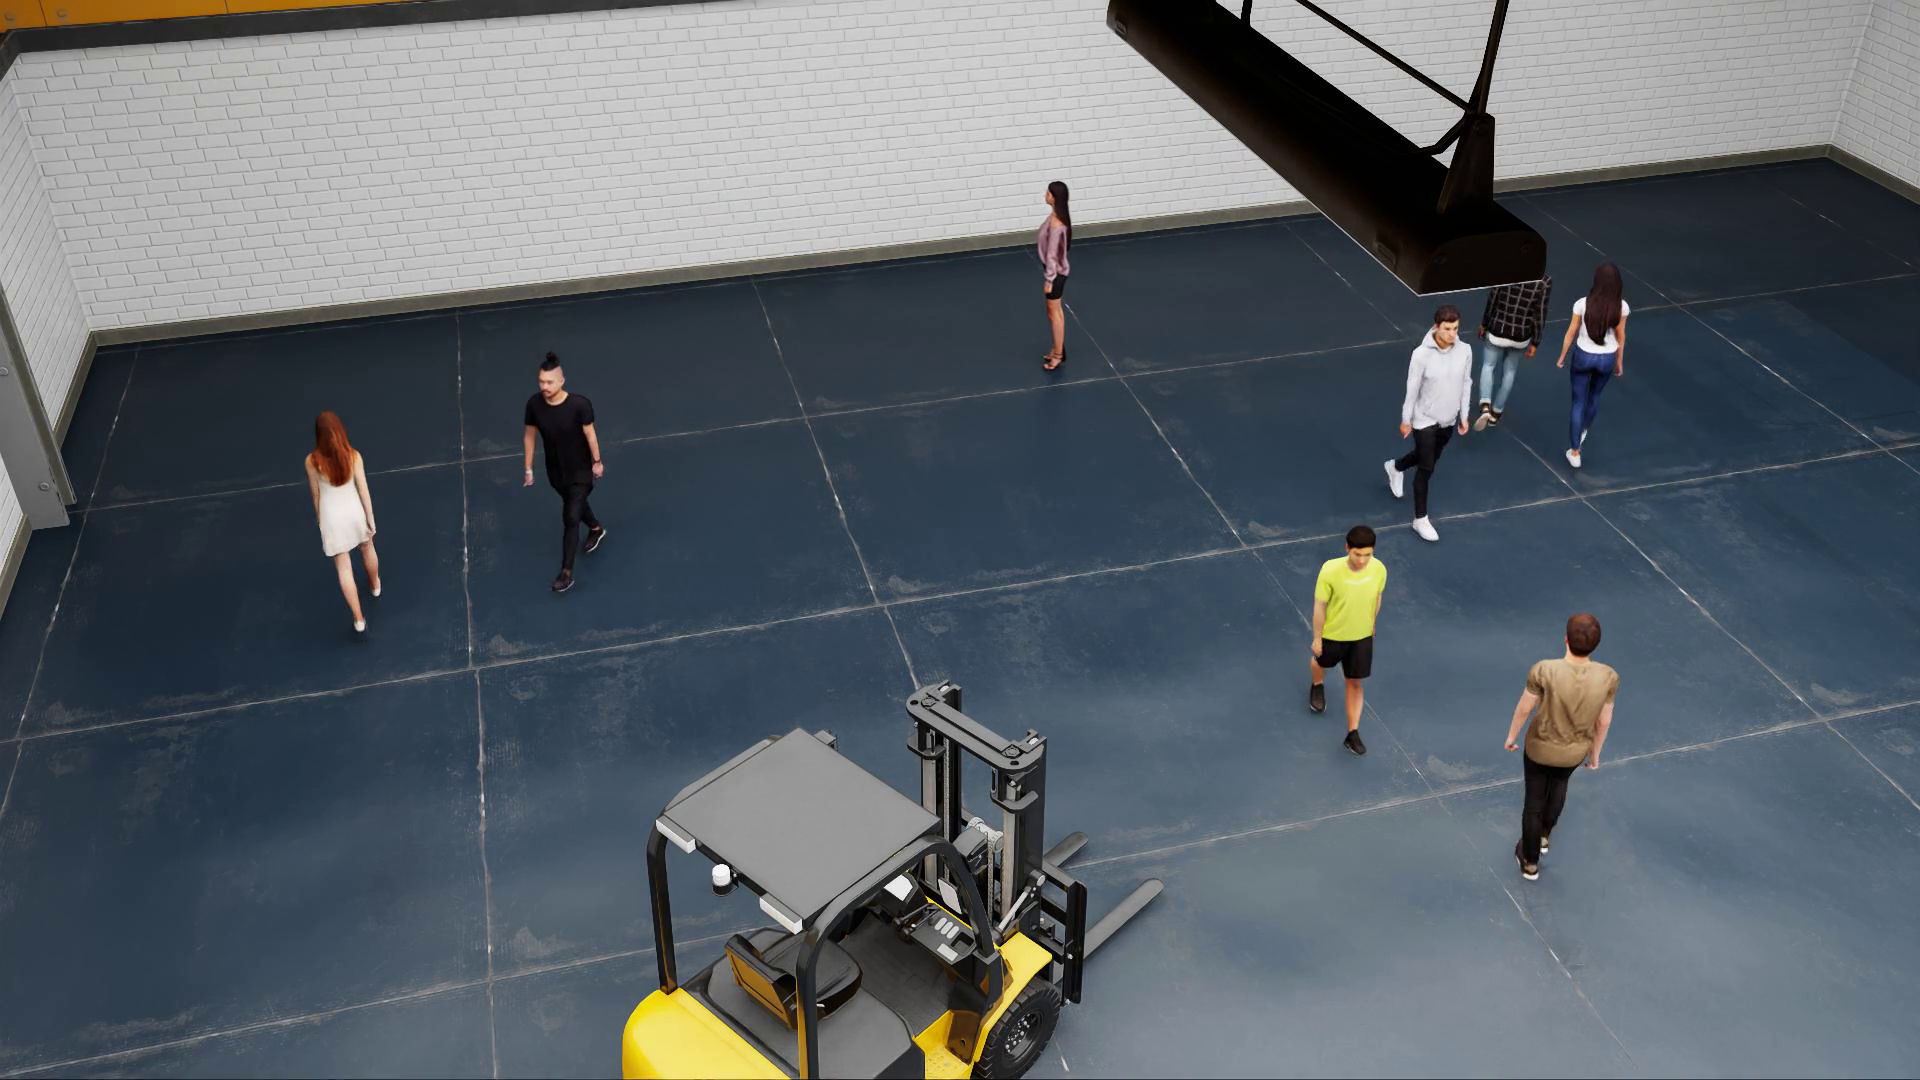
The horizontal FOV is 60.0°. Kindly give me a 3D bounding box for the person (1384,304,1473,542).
[{"bbox_3d":[3.689,-1.013,13.136,0.764,1.900,1.188,-12,36,-18],"label":"person"}]

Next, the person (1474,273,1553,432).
[{"bbox_3d":[4.711,-1.724,14.296,0.974,1.801,1.062,13,36,19],"label":"person"}]

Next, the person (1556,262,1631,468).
[{"bbox_3d":[5.294,-1.421,13.890,0.916,1.746,1.073,6,34,8],"label":"person"}]

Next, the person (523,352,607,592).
[{"bbox_3d":[-2.942,-0.595,12.586,1.078,1.815,1.295,8,34,12],"label":"person"}]

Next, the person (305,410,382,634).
[{"bbox_3d":[-4.443,-0.127,11.993,0.672,1.691,1.054,-14,36,-20],"label":"person"}]

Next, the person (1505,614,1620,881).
[{"bbox_3d":[3.516,1.270,9.753,0.808,1.843,0.862,3,34,5],"label":"person"}]

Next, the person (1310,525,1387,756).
[{"bbox_3d":[2.528,0.534,11.033,0.816,1.653,1.148,0,34,0],"label":"person"}]

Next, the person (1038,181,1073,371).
[{"bbox_3d":[0.889,-2.439,15.363,0.747,1.812,0.595,4,34,6],"label":"person"}]
